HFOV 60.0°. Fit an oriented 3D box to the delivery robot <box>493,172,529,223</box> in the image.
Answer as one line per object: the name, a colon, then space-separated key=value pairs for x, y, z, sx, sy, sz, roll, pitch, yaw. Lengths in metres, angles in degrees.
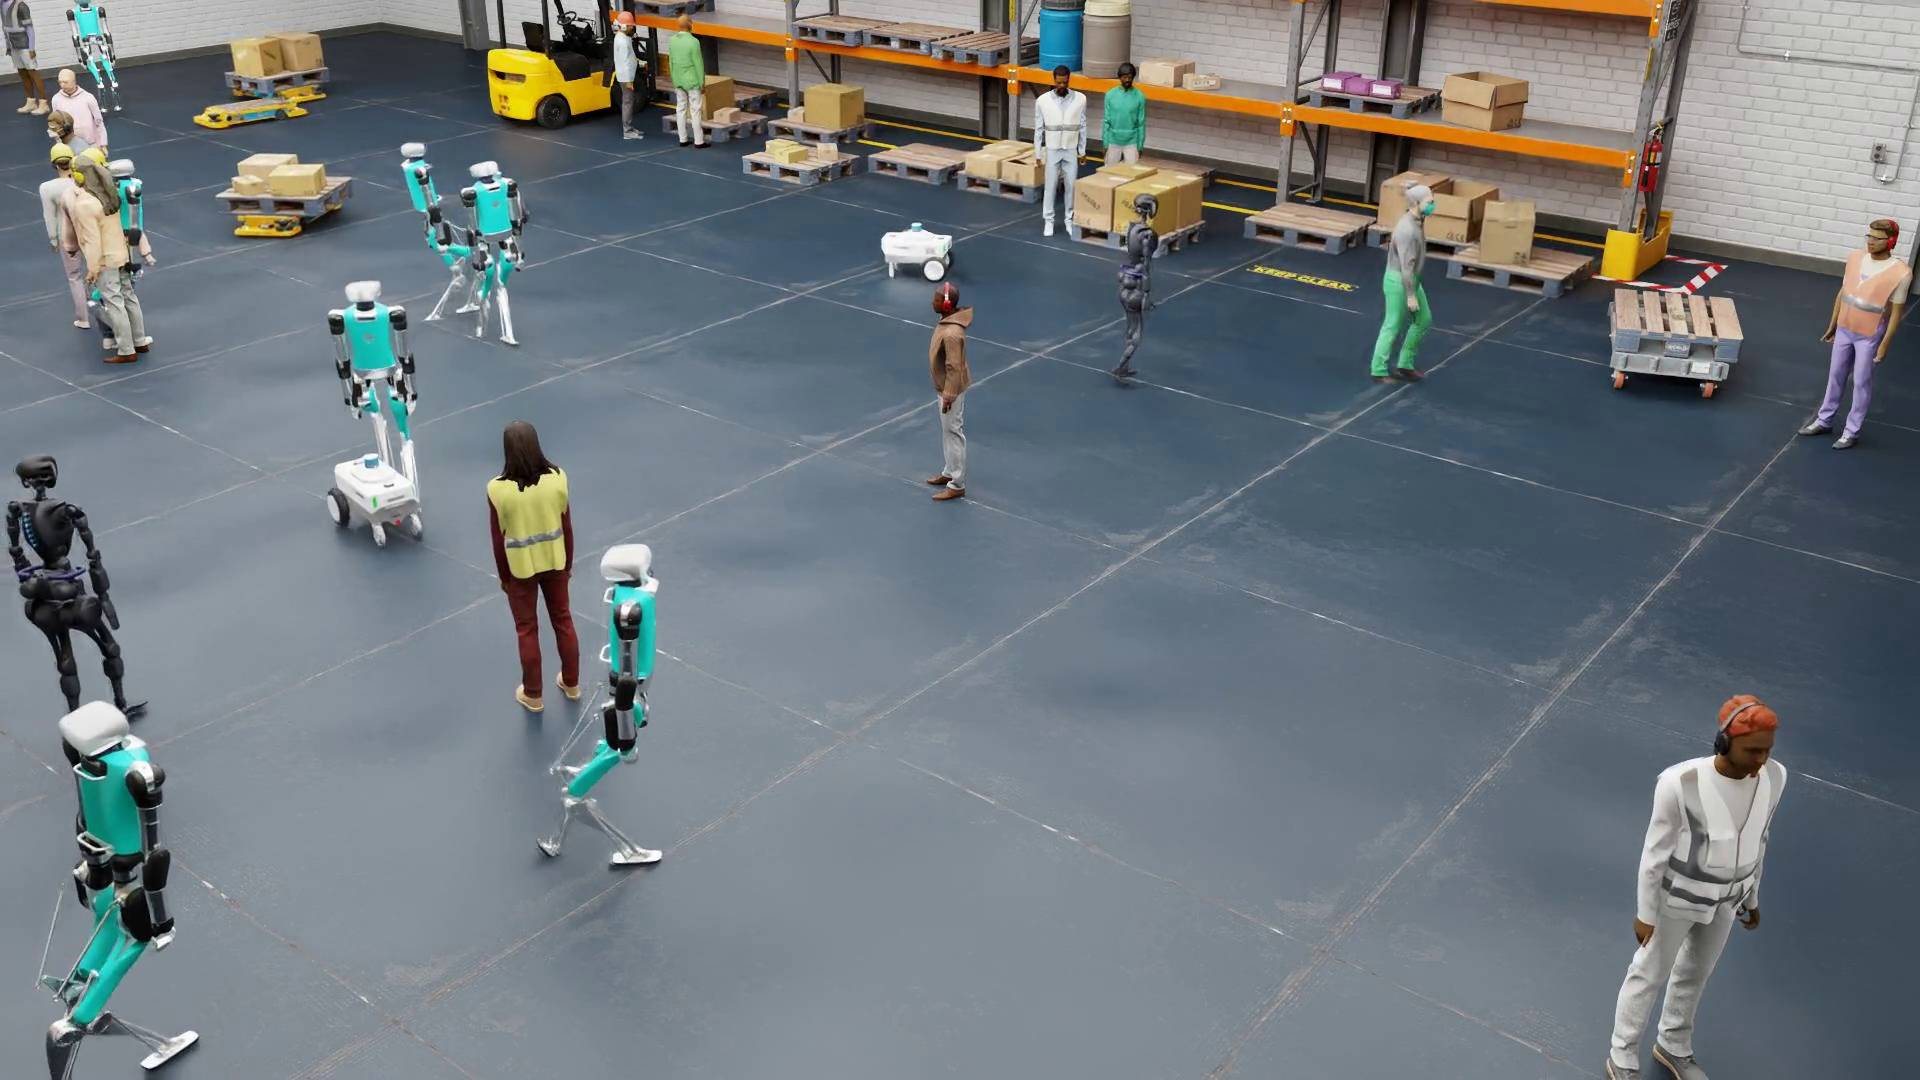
delivery robot: x=-5.411 y=-4.021 z=19.555 sx=0.499 sy=0.583 sz=0.777 roll=-12 pitch=28 yaw=-24

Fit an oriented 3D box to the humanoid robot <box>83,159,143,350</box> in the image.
humanoid robot: x=-7.726 y=-2.484 z=15.126 sx=0.806 sy=1.858 sz=0.530 roll=-18 pitch=31 yaw=-32

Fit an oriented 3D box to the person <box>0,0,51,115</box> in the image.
person: x=-14.061 y=-7.387 z=24.833 sx=0.613 sy=2.040 sz=0.389 roll=13 pitch=29 yaw=25

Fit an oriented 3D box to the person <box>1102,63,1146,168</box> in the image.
person: x=1.899 y=-4.600 z=19.293 sx=0.501 sy=1.843 sz=0.396 roll=3 pitch=26 yaw=7

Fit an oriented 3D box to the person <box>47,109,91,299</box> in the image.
person: x=-8.675 y=-3.298 z=16.492 sx=0.628 sy=1.932 sz=0.361 roll=23 pitch=34 yaw=39

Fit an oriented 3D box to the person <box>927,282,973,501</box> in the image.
person: x=-0.071 y=-1.100 z=12.256 sx=0.337 sy=1.651 sz=0.454 roll=-2 pitch=26 yaw=-5

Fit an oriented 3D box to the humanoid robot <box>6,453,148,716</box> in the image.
humanoid robot: x=-5.025 y=0.305 z=9.333 sx=0.591 sy=1.642 sz=0.535 roll=6 pitch=26 yaw=11

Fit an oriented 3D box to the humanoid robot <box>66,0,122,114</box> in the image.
humanoid robot: x=-12.709 y=-7.134 z=24.508 sx=0.533 sy=1.673 sz=0.735 roll=-16 pitch=30 yaw=-30

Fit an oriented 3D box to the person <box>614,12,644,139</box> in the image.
person: x=-4.670 y=-6.542 z=23.429 sx=0.351 sy=1.739 sz=0.572 roll=-6 pitch=26 yaw=-12

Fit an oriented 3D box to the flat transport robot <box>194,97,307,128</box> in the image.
flat transport robot: x=-10.559 y=-6.359 z=24.740 sx=0.659 sy=0.231 sz=1.431 roll=23 pitch=34 yaw=39

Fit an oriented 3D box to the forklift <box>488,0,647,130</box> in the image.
forklift: x=-5.874 y=-7.334 z=24.552 sx=1.214 sy=2.155 sz=2.313 roll=19 pitch=32 yaw=34

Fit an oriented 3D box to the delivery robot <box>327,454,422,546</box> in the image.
delivery robot: x=-4.189 y=-0.327 z=11.930 sx=0.499 sy=0.603 sz=0.807 roll=-21 pitch=33 yaw=-36

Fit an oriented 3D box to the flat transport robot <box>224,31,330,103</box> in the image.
flat transport robot: x=-10.741 y=-7.085 z=26.244 sx=1.431 sy=0.231 sz=0.659 roll=16 pitch=30 yaw=30

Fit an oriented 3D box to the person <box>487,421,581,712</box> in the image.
person: x=-2.424 y=0.161 z=9.519 sx=0.459 sy=1.766 sz=0.380 roll=-15 pitch=30 yaw=-28

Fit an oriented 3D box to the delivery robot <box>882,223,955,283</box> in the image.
delivery robot: x=-0.436 y=-3.043 z=17.531 sx=0.752 sy=0.583 sz=0.521 roll=4 pitch=26 yaw=9

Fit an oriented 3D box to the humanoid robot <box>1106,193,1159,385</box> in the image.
humanoid robot: x=1.496 y=-2.190 z=14.495 sx=0.439 sy=1.647 sz=0.601 roll=-3 pitch=26 yaw=-6

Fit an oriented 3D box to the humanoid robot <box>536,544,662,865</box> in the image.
humanoid robot: x=-1.827 y=0.903 z=8.124 sx=0.818 sy=1.876 sz=0.547 roll=-1 pitch=26 yaw=-3

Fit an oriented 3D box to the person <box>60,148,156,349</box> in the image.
person: x=-7.812 y=-2.639 z=15.218 sx=0.819 sy=1.855 sz=0.434 roll=2 pitch=26 yaw=5

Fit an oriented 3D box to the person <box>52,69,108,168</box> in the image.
person: x=-10.135 y=-4.546 z=19.243 sx=0.532 sy=1.781 sz=0.402 roll=-6 pitch=26 yaw=-12

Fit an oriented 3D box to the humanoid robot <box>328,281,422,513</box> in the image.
humanoid robot: x=-4.234 y=-1.105 z=12.200 sx=0.541 sy=1.788 sz=0.811 roll=-6 pitch=27 yaw=-13

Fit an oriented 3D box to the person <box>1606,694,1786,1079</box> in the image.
person: x=2.973 y=1.456 z=6.700 sx=0.572 sy=1.882 sz=0.355 roll=-7 pitch=27 yaw=-13

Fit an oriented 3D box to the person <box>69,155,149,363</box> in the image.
person: x=-7.642 y=-2.516 z=14.939 sx=0.410 sy=1.876 sz=0.551 roll=1 pitch=26 yaw=2

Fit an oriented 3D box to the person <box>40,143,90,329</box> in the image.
person: x=-8.390 y=-2.890 z=15.847 sx=0.533 sy=1.754 sz=0.338 roll=-20 pitch=32 yaw=-35

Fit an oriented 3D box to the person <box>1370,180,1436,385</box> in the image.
person: x=3.910 y=-2.193 z=14.330 sx=0.630 sy=1.818 sz=0.559 roll=11 pitch=28 yaw=22

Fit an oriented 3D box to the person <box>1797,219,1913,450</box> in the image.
person: x=7.120 y=-1.630 z=13.132 sx=0.390 sy=1.846 sz=0.562 roll=-11 pitch=28 yaw=-21

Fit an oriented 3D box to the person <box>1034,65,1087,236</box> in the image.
person: x=1.133 y=-4.401 z=18.807 sx=0.595 sy=1.908 sz=0.409 roll=-4 pitch=26 yaw=-8

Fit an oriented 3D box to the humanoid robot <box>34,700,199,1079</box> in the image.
humanoid robot: x=-3.559 y=1.589 z=6.605 sx=0.549 sy=1.783 sz=0.955 roll=16 pitch=30 yaw=29

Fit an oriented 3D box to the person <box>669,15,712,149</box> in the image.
person: x=-3.723 y=-6.282 z=22.841 sx=0.550 sy=1.783 sz=0.384 roll=14 pitch=29 yaw=26

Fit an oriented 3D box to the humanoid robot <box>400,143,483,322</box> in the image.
humanoid robot: x=-4.892 y=-2.961 z=16.020 sx=0.885 sy=1.758 sz=0.543 roll=-15 pitch=30 yaw=-28

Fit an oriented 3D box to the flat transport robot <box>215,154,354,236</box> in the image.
flat transport robot: x=-7.860 y=-3.825 z=19.493 sx=0.659 sy=0.231 sz=1.431 roll=2 pitch=26 yaw=4

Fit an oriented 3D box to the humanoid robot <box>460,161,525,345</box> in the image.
humanoid robot: x=-4.393 y=-2.611 z=15.387 sx=0.555 sy=1.876 sz=0.813 roll=-21 pitch=33 yaw=-36
